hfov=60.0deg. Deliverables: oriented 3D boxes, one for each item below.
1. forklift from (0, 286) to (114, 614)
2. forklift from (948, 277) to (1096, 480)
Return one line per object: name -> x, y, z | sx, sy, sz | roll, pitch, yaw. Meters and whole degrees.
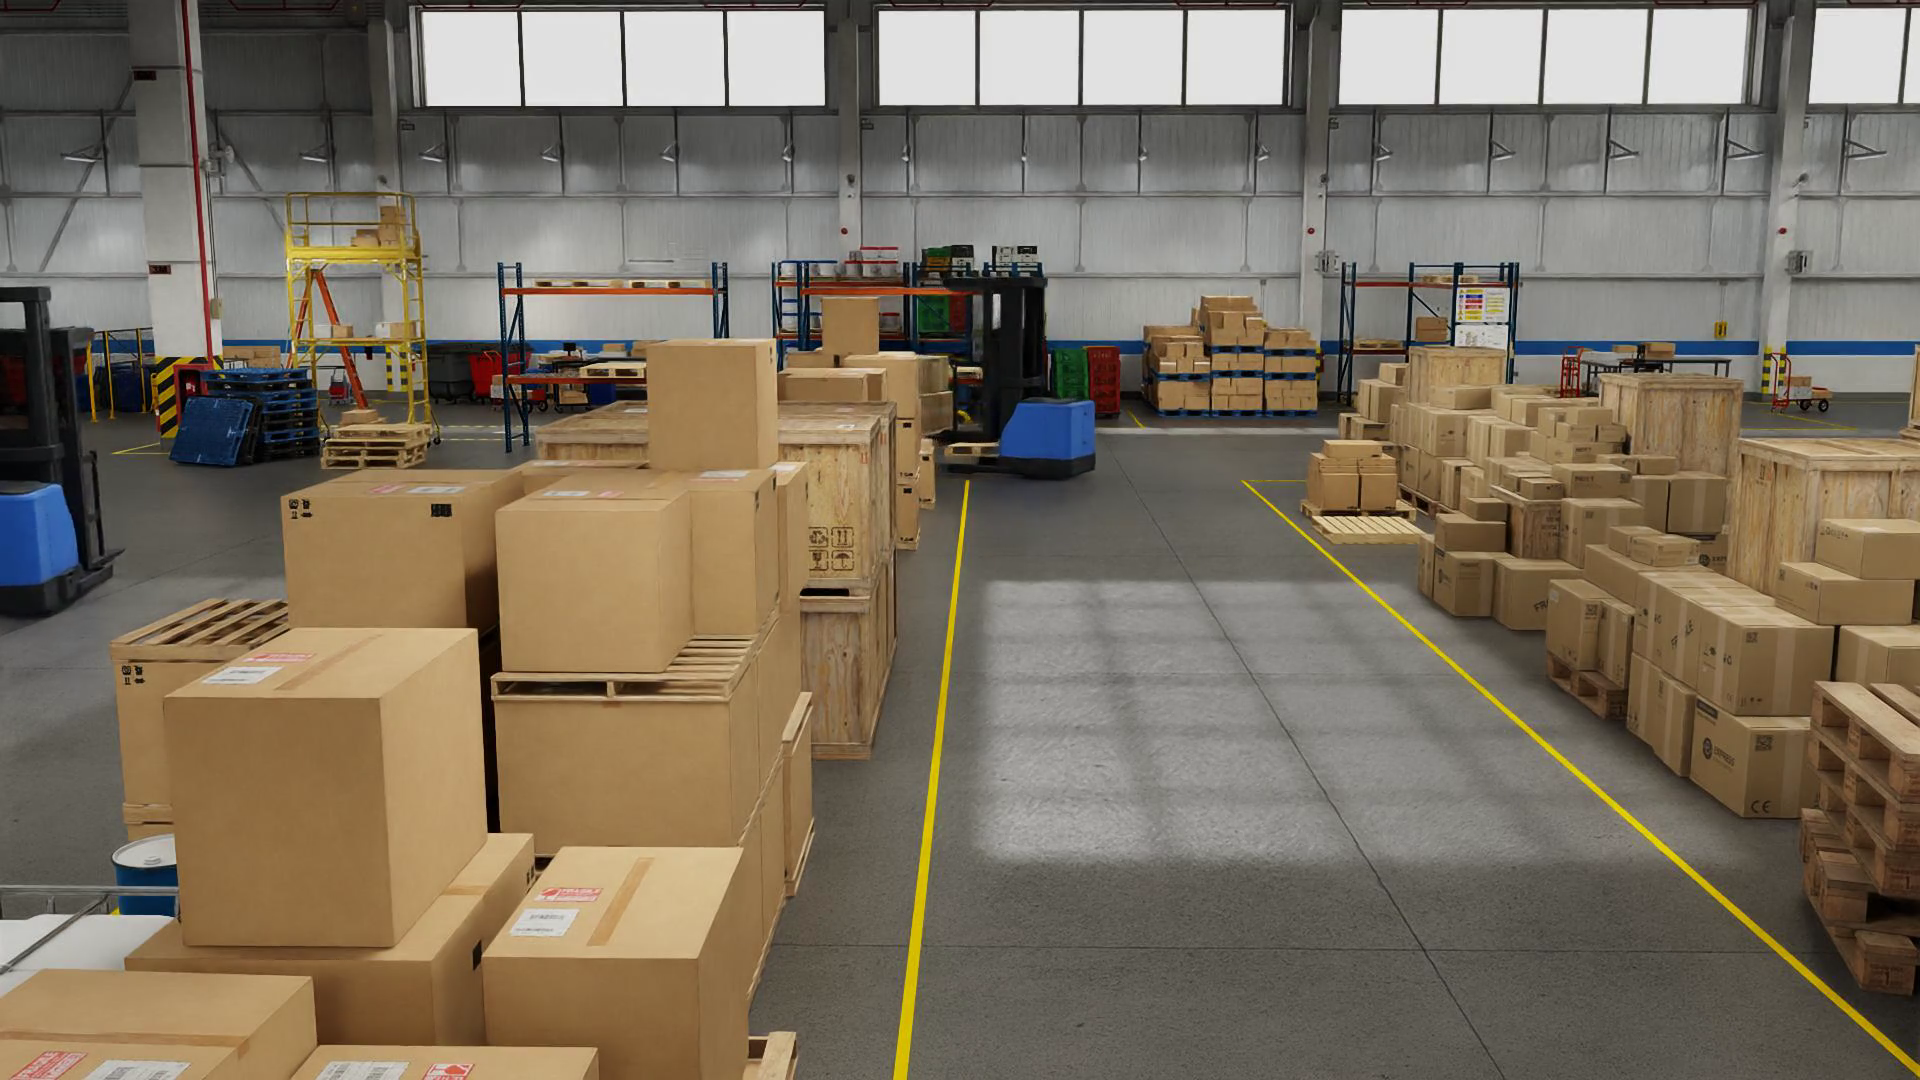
forklift -> -8.460, -0.840, 14.670 | 1.129, 2.768, 1.873 | -2, 10, -11
forklift -> 0.909, -2.330, 23.591 | 1.873, 2.768, 1.129 | 5, 11, 27
